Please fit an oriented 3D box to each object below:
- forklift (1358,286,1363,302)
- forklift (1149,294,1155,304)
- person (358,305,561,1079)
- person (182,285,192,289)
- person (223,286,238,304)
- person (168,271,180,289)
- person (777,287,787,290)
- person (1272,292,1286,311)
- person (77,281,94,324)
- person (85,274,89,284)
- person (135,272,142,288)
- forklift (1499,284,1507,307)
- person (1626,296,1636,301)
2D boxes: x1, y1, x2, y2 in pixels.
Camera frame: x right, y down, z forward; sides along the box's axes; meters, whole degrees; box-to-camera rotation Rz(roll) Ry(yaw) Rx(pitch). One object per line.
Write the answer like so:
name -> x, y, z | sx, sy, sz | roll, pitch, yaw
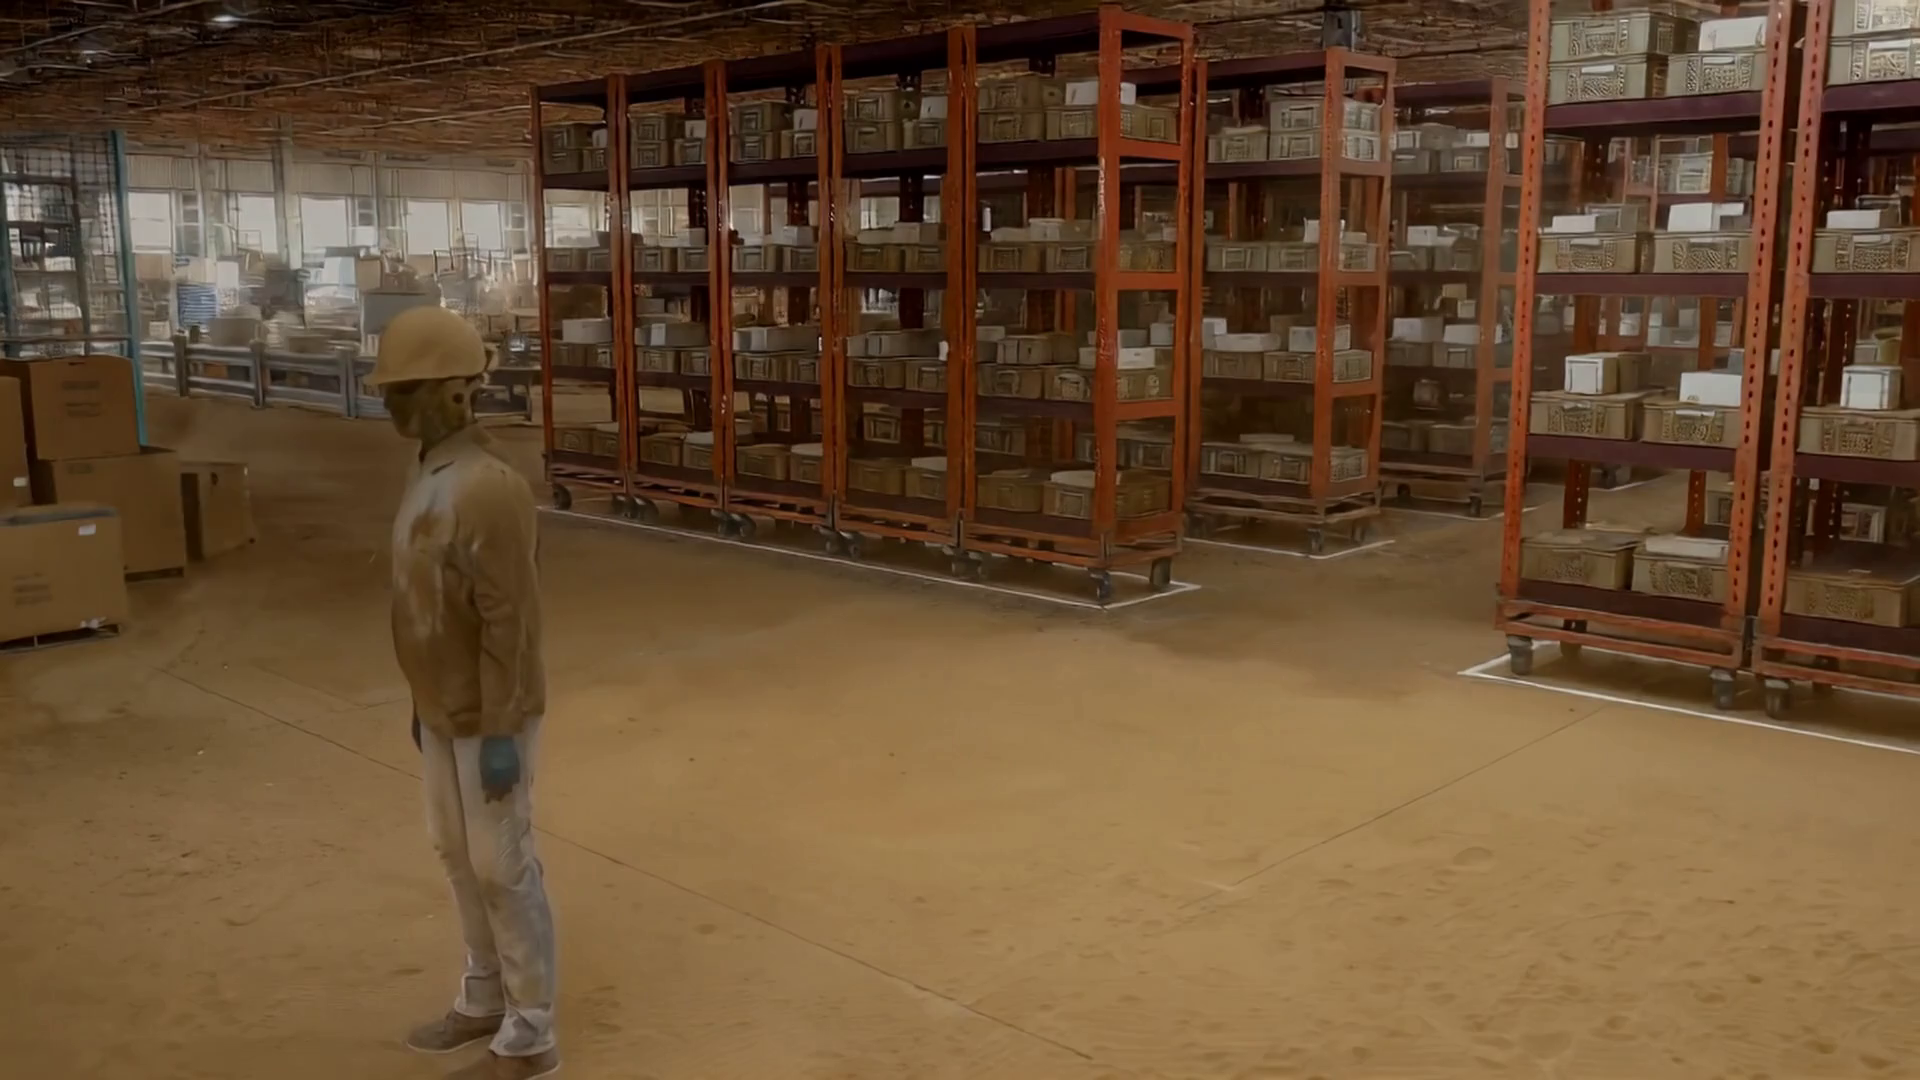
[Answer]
forklift -> 11.100, -7.017, 46.970 | 1.873, 2.768, 1.129 | 9, 13, 43
forklift -> 6.480, -9.776, 63.881 | 1.873, 2.768, 1.129 | 9, 13, 43
person -> -1.253, 0.411, 4.178 | 0.400, 1.986, 0.608 | -8, 12, -39
person -> -26.825, -8.317, 57.902 | 0.802, 1.916, 0.634 | -3, 10, -20
person -> -16.528, -4.991, 37.638 | 0.328, 1.872, 0.509 | 3, 10, 15
person -> -38.371, -12.150, 81.144 | 0.621, 1.992, 0.397 | 3, 10, 18
person -> -8.116, -11.309, 76.317 | 0.598, 1.894, 0.805 | -2, 9, -12
person -> 7.903, -5.582, 41.094 | 0.628, 1.910, 0.848 | 6, 11, 35
person -> -24.139, -6.241, 45.723 | 0.911, 1.716, 0.548 | -6, 11, -31
person -> -41.179, -11.618, 78.358 | 0.429, 1.844, 0.626 | -1, 9, -7
person -> -26.955, -7.778, 54.200 | 0.688, 2.000, 0.539 | 8, 12, 42
forklift -> 15.087, -6.886, 46.161 | 1.873, 2.768, 1.129 | 9, 13, 43
person -> 14.734, -4.812, 36.695 | 0.432, 1.813, 0.614 | -9, 13, -43
